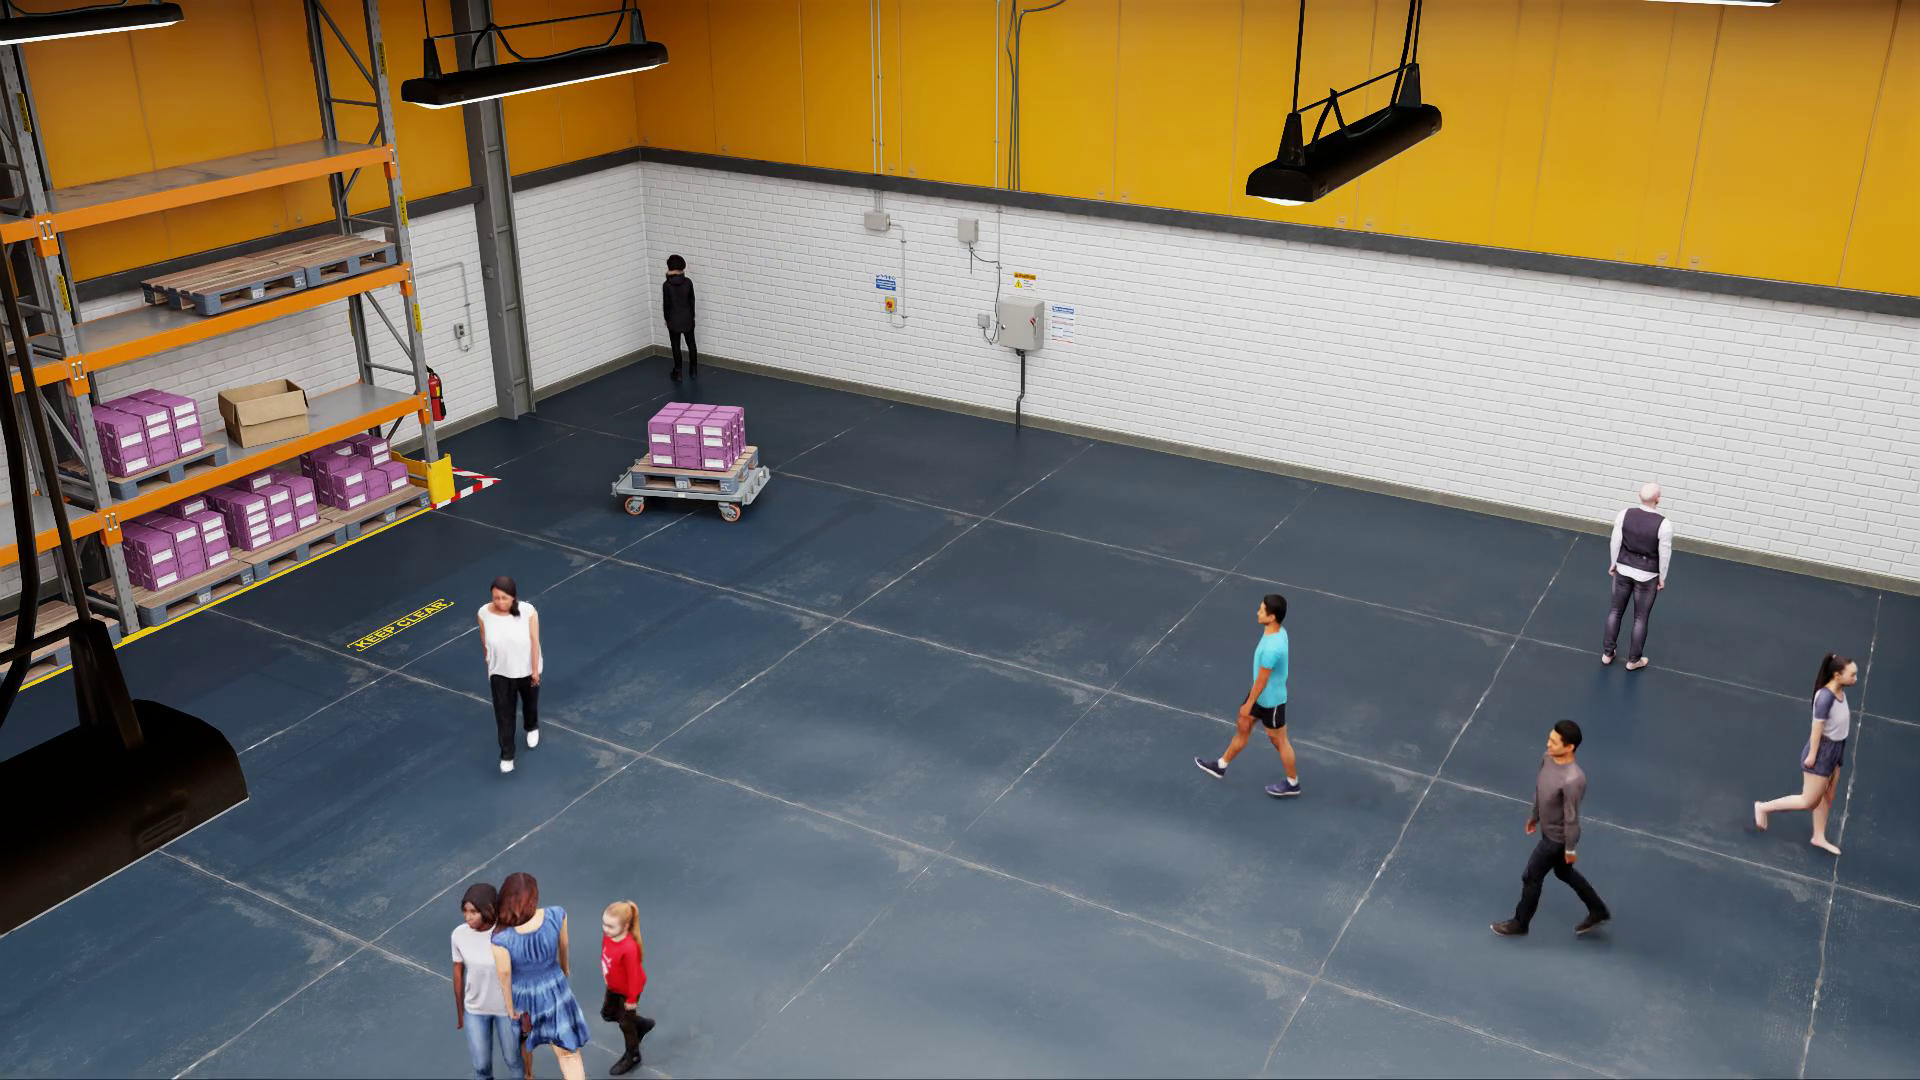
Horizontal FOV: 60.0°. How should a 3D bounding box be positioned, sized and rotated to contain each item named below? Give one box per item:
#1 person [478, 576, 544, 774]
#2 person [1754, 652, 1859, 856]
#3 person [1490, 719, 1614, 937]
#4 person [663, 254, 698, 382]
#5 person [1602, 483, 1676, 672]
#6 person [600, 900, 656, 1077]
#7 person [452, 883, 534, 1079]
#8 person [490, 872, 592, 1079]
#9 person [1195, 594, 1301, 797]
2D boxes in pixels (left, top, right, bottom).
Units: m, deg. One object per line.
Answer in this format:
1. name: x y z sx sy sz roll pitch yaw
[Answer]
1. person: -3.700 1.051 13.909 1.051 1.646 1.179 -3 24 -6
2. person: 6.488 1.606 12.653 0.799 1.634 0.882 22 32 40
3. person: 4.243 2.036 11.547 1.108 1.732 0.985 -21 31 -39
4. person: -3.907 -3.115 23.270 0.713 1.781 0.792 -10 26 -22
5. person: 6.236 0.329 15.339 0.722 1.824 0.642 18 29 35
6. person: -2.058 2.772 10.440 0.676 1.269 0.587 -17 29 -34
7. person: -2.763 2.771 9.881 0.735 1.721 0.767 -1 24 -2
8. person: -2.436 2.775 9.809 1.176 1.770 1.084 -13 27 -27
9. person: 2.559 1.284 13.264 0.966 1.735 1.116 3 24 7
